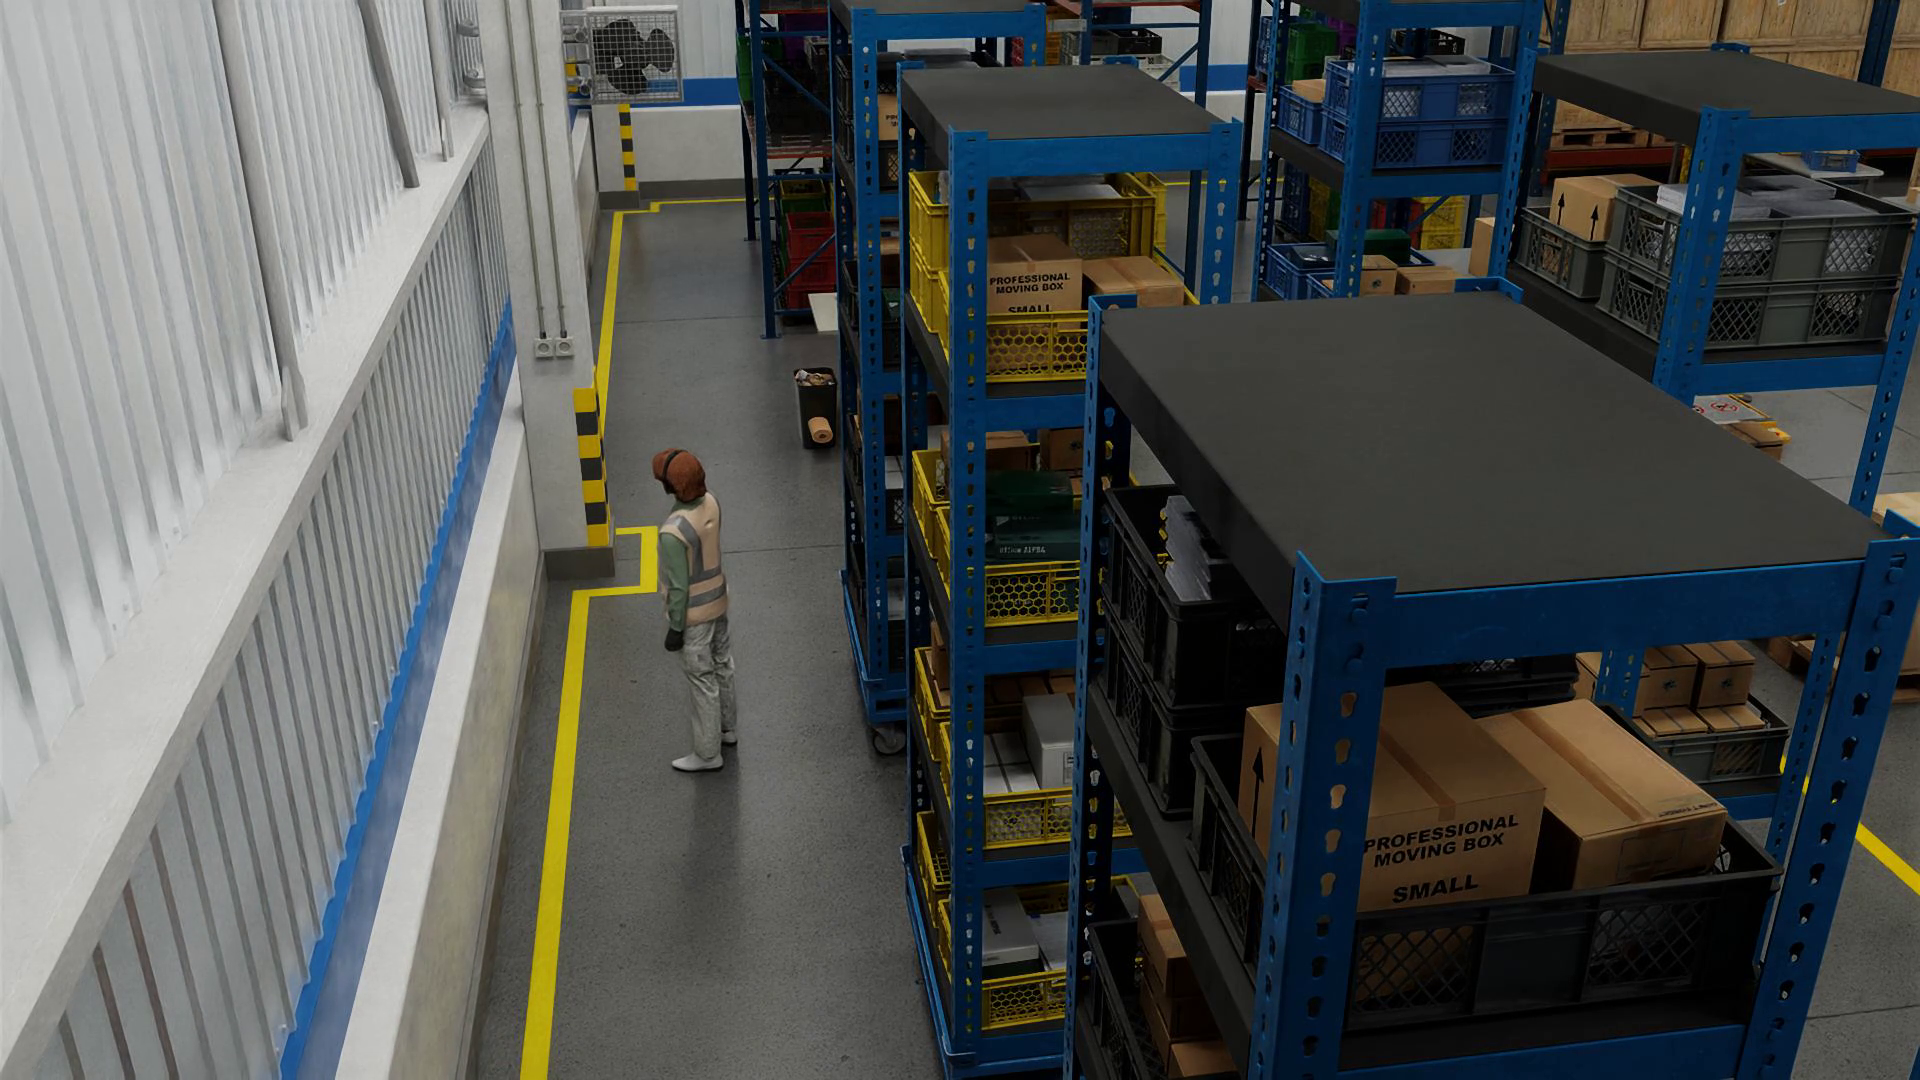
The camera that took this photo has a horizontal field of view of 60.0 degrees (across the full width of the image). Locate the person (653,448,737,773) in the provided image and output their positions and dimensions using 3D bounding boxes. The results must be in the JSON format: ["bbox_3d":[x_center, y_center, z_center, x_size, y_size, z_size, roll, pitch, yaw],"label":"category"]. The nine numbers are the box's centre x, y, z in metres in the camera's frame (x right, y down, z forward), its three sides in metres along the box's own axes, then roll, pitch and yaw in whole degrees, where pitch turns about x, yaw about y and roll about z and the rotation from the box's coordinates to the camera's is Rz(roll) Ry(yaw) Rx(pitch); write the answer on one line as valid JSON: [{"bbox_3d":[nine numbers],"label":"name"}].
[{"bbox_3d":[-1.255,0.338,7.906,0.315,1.636,0.514,6,25,14],"label":"person"}]

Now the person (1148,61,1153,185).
[{"bbox_3d":[1.796,-3.964,16.969,0.573,1.883,0.355,-16,29,-31],"label":"person"}]

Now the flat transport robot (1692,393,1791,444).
[{"bbox_3d":[5.224,-0.859,12.132,1.431,0.197,0.652,-4,25,-8],"label":"flat transport robot"}]
